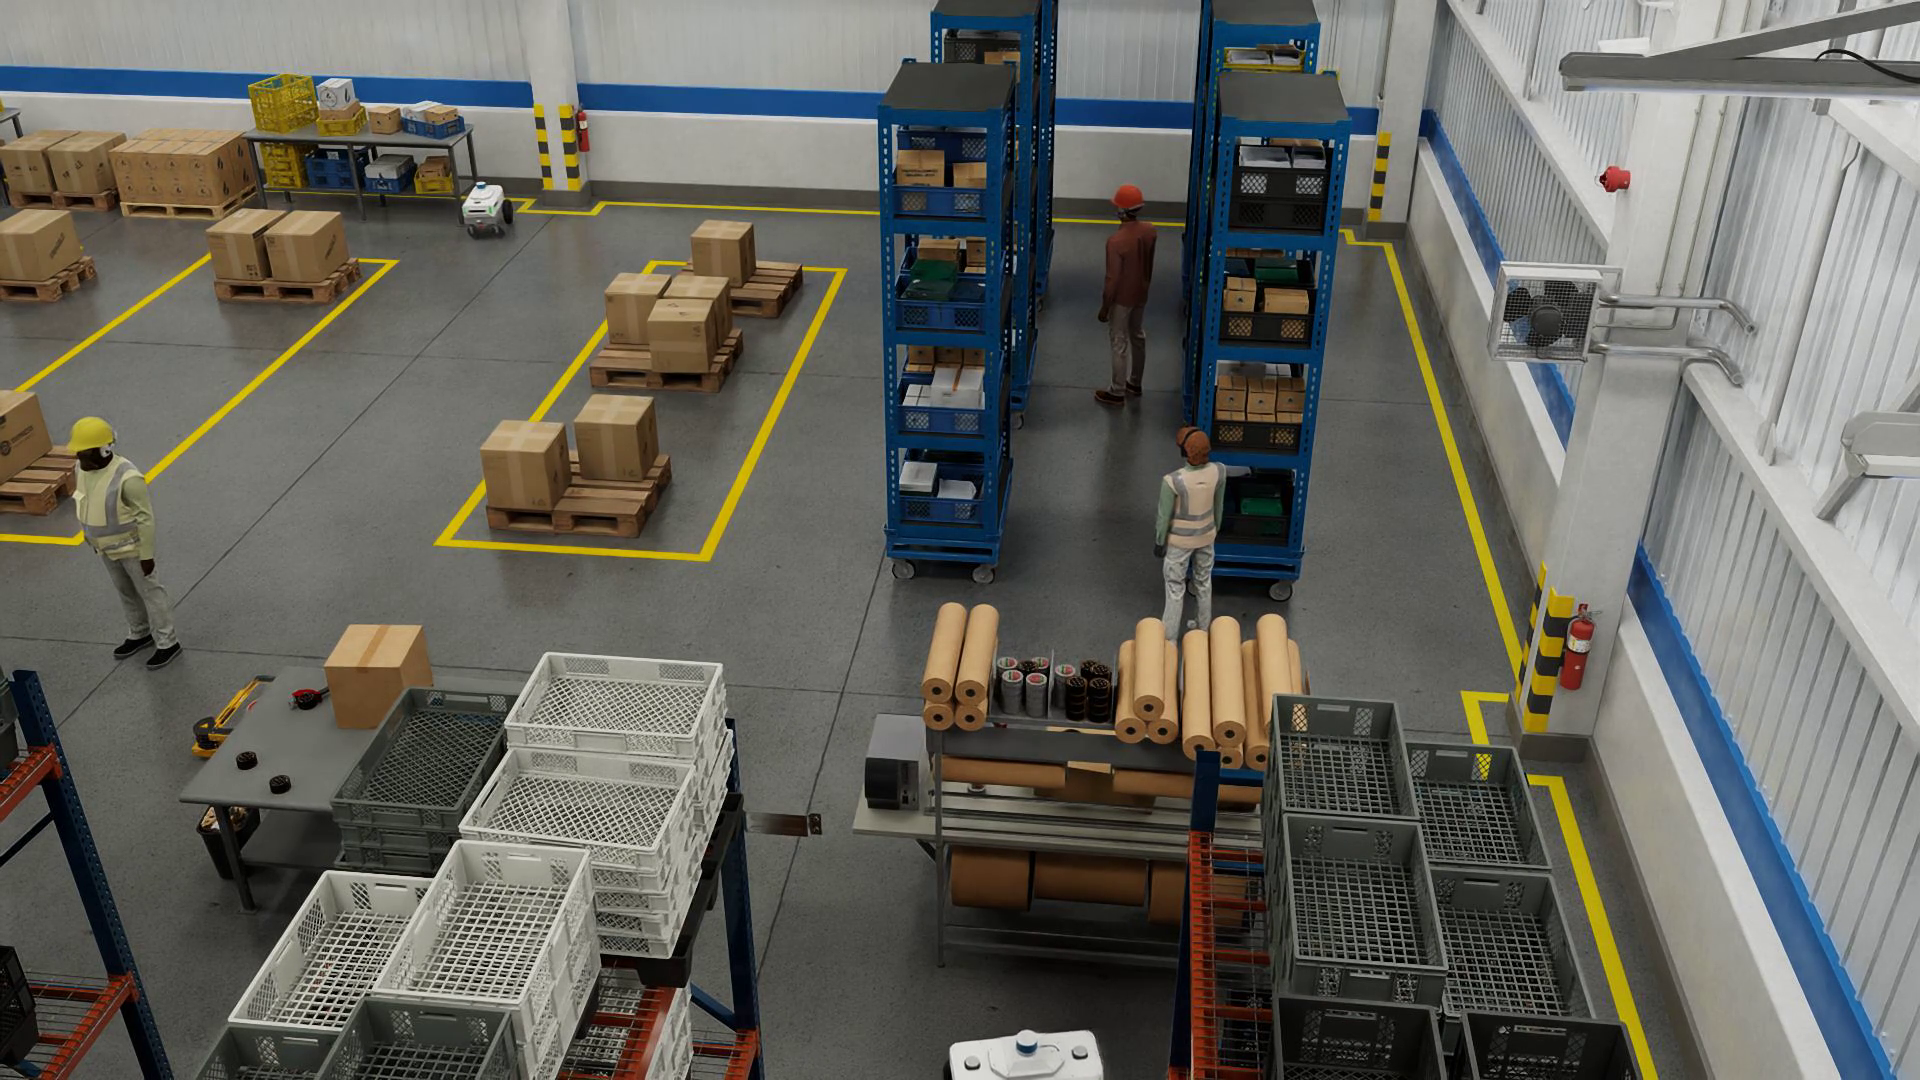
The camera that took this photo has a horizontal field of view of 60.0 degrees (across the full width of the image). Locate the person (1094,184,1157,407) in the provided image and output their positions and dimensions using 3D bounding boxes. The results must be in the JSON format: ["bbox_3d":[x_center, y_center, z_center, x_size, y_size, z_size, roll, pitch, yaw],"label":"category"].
[{"bbox_3d":[1.454,-2.153,14.643,0.377,1.995,0.608,26,39,37],"label":"person"}]

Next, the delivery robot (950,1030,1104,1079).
[{"bbox_3d":[0.315,2.539,7.914,0.707,0.478,0.477,-4,30,-6],"label":"delivery robot"}]

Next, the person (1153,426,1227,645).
[{"bbox_3d":[1.557,-0.007,11.315,0.518,1.632,0.314,-14,33,-22],"label":"person"}]

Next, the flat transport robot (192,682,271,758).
[{"bbox_3d":[-4.089,1.163,10.648,1.431,0.197,0.652,3,30,6],"label":"flat transport robot"}]

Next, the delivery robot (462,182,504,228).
[{"bbox_3d":[-5.389,-3.805,18.812,0.477,0.478,0.707,-1,30,-2],"label":"delivery robot"}]

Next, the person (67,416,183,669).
[{"bbox_3d":[-5.597,0.011,11.083,0.587,1.837,0.404,15,33,23],"label":"person"}]
